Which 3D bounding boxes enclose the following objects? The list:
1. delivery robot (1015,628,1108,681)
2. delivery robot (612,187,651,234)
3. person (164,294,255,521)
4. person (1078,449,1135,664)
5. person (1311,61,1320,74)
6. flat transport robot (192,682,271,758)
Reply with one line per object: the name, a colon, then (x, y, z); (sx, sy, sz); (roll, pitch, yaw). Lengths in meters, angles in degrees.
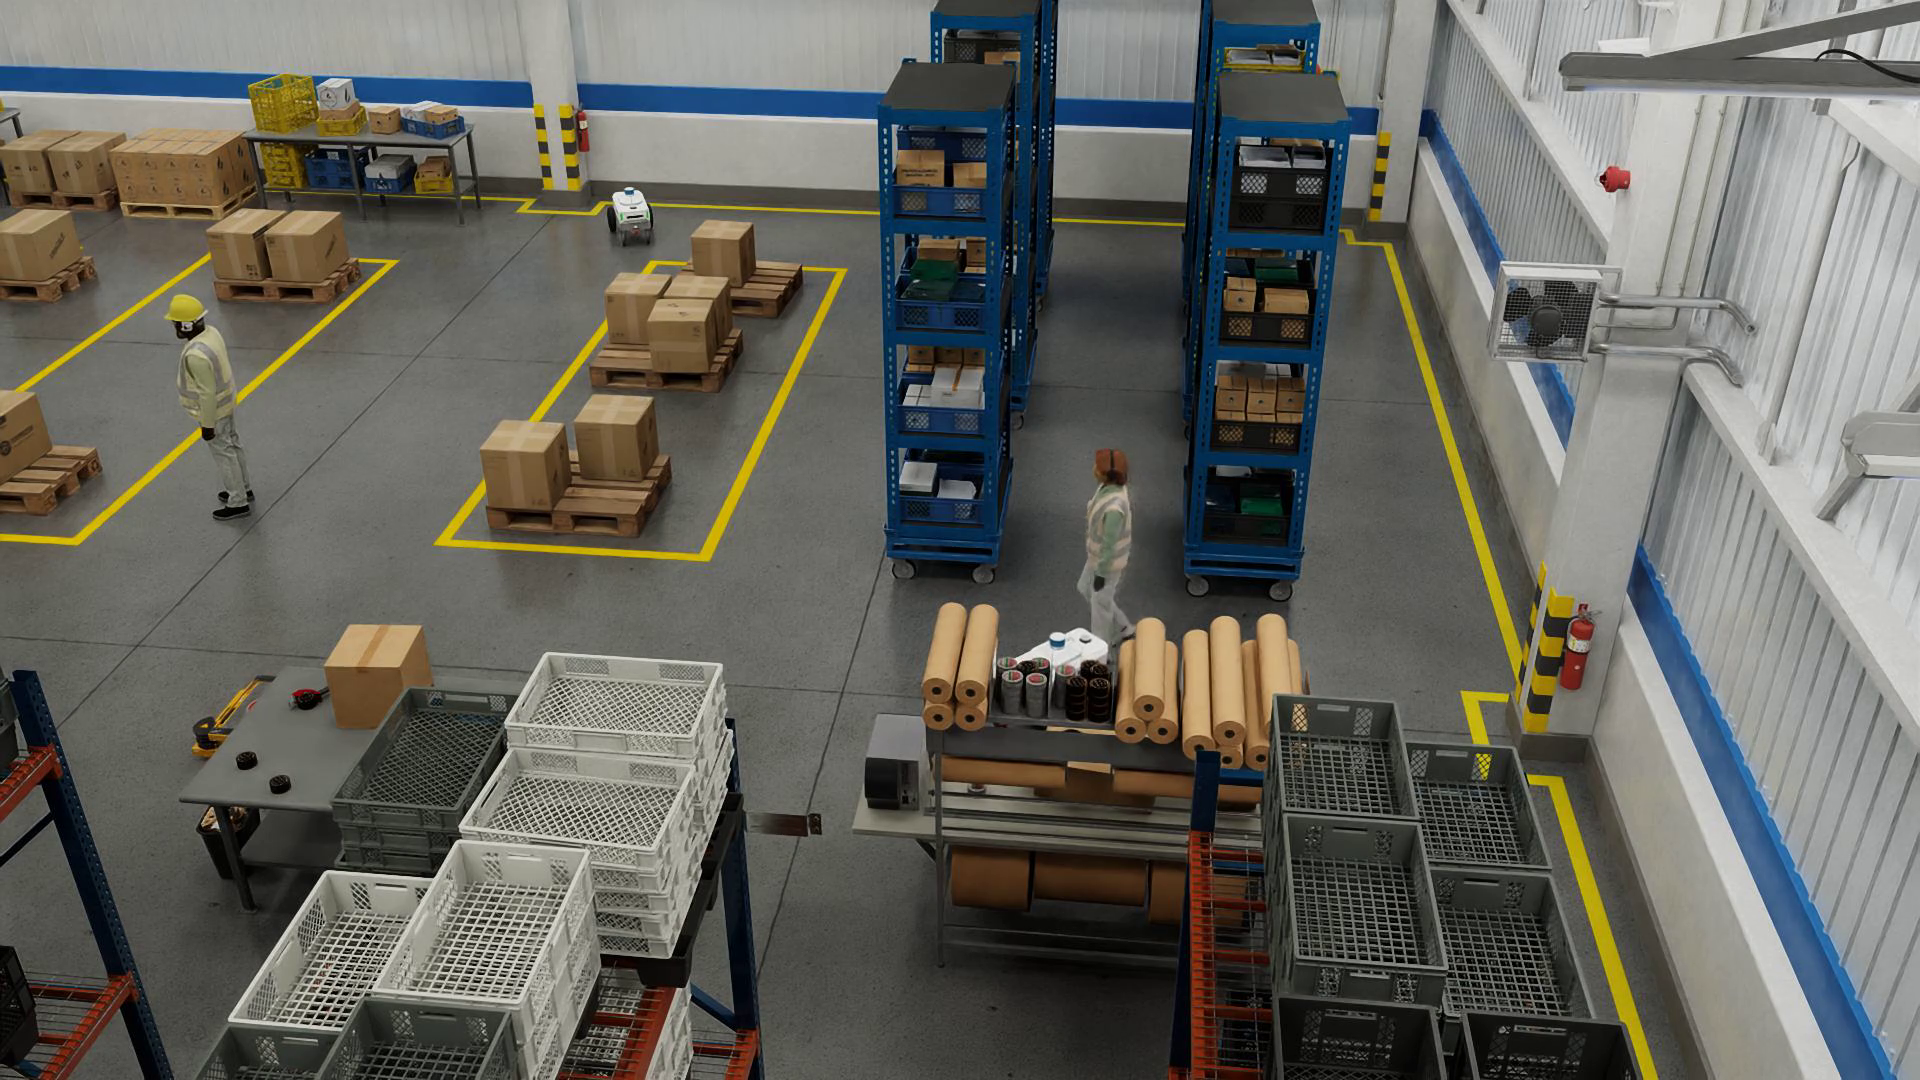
delivery robot: (0.630, 0.828, 10.854); (0.707, 0.478, 0.477); (-23, 37, -34)
delivery robot: (-3.685, -3.706, 18.641); (0.477, 0.478, 0.707); (-9, 31, -14)
person: (-5.806, -1.036, 12.884); (0.404, 1.831, 0.600); (-6, 31, -10)
person: (0.965, 0.122, 11.090); (0.366, 1.625, 0.543); (1, 30, 1)
person: (3.704, -4.264, 18.274); (0.385, 1.990, 0.608); (13, 33, 22)
flat transport robot: (-4.089, 1.163, 10.648); (1.431, 0.197, 0.652); (3, 30, 6)
